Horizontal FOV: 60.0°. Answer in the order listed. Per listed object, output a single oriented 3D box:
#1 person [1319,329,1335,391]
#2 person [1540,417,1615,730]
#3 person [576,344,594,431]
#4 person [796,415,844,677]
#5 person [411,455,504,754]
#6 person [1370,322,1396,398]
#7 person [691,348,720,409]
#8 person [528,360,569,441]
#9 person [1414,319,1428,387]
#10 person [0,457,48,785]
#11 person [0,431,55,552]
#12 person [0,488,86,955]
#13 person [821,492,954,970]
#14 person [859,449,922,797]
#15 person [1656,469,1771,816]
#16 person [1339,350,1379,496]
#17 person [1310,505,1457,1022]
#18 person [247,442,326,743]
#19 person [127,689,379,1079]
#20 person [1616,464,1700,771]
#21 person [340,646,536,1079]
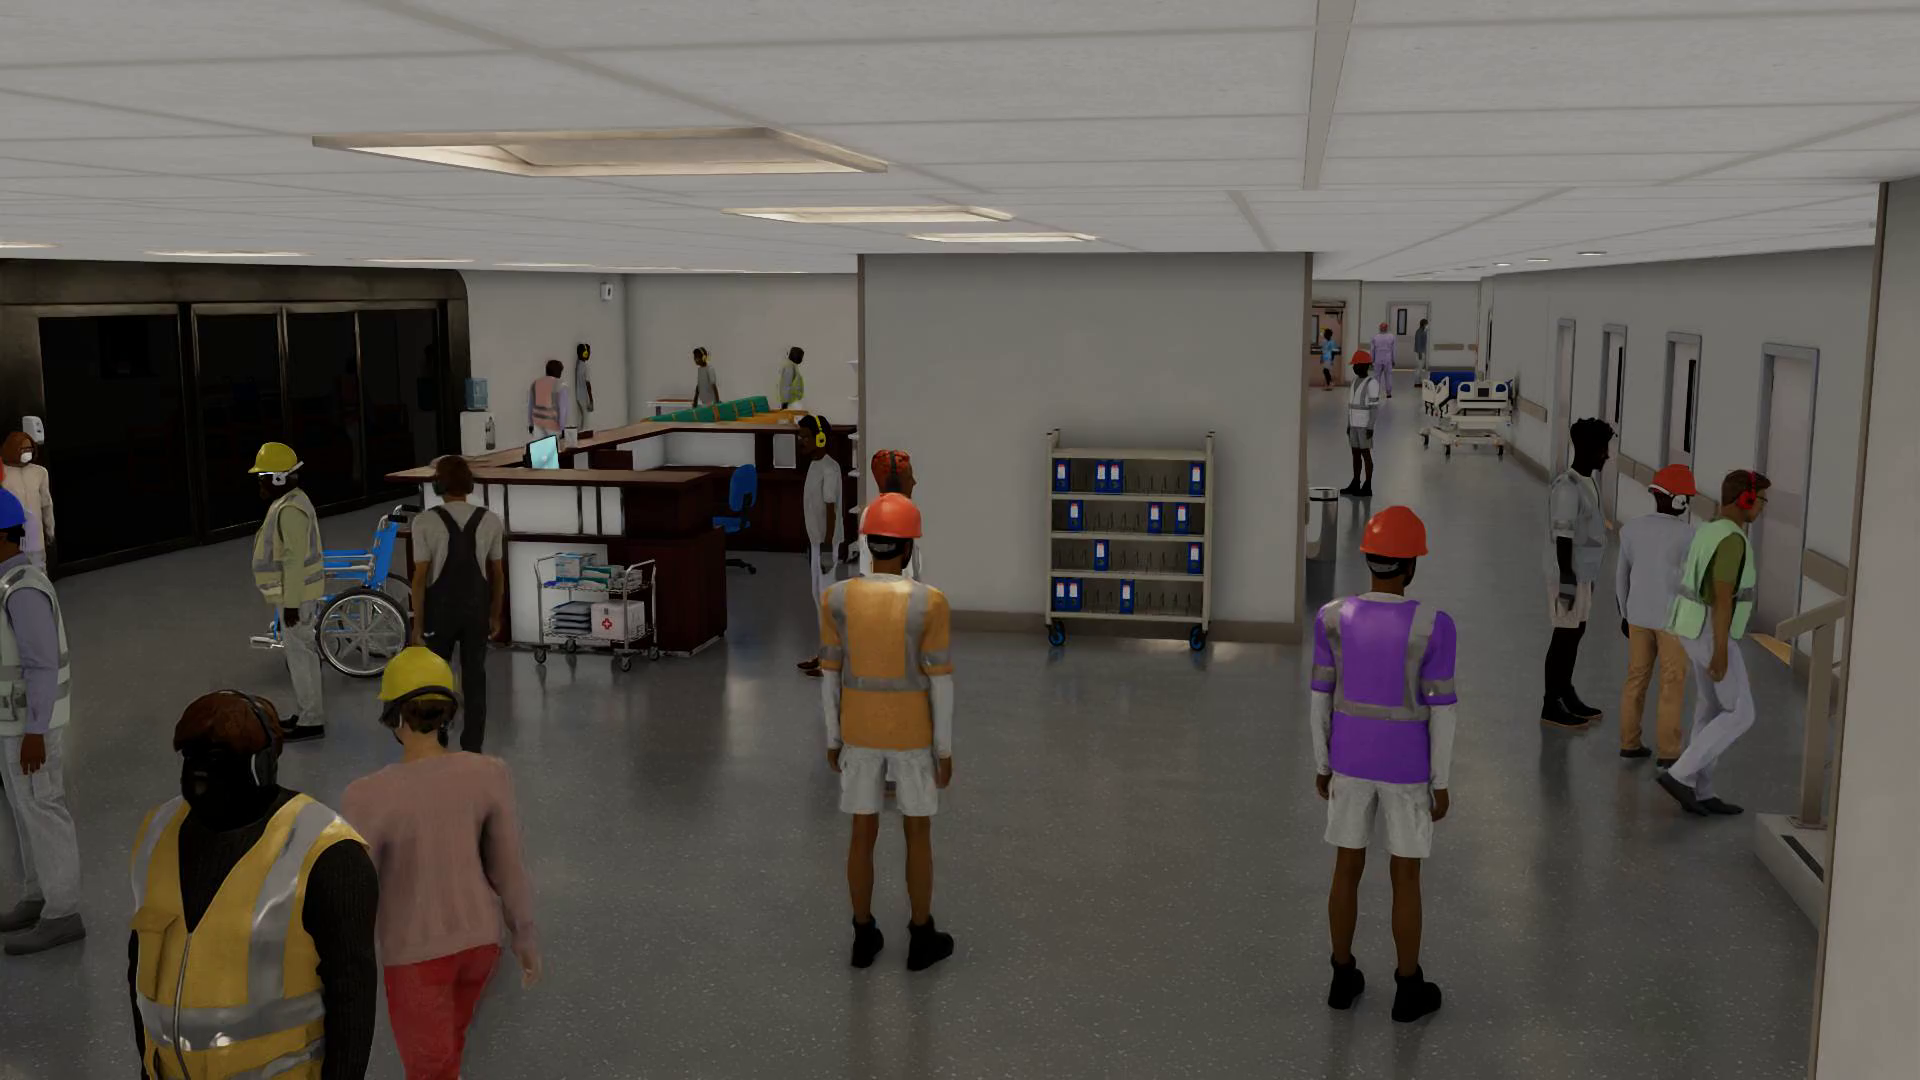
[{"bbox_3d":[9.922,-4.868,44.957,0.372,1.684,0.541,-2,9,-10],"label":"person"},{"bbox_3d":[3.858,0.204,10.422,0.387,1.954,0.610,6,10,33],"label":"person"},{"bbox_3d":[-6.204,-2.296,27.349,0.525,1.856,0.341,7,11,40],"label":"person"},{"bbox_3d":[-0.990,0.039,11.829,0.325,1.862,0.508,-3,9,-19],"label":"person"},{"bbox_3d":[-2.850,0.428,9.372,0.554,1.811,0.751,-5,10,-30],"label":"person"},{"bbox_3d":[10.705,-4.547,42.102,0.643,1.909,0.400,2,9,13],"label":"person"},{"bbox_3d":[-4.097,-2.153,26.516,0.936,1.810,0.657,-5,10,-32],"label":"person"},{"bbox_3d":[-5.633,-1.565,22.756,0.729,1.782,0.982,3,9,20],"label":"person"},{"bbox_3d":[12.921,-5.239,46.628,0.377,1.931,0.636,4,9,22],"label":"person"},{"bbox_3d":[-5.209,0.440,8.954,0.522,1.914,0.556,7,11,40],"label":"person"},{"bbox_3d":[-7.444,-0.052,13.220,0.284,1.628,0.504,5,10,29],"label":"person"},{"bbox_3d":[-3.917,0.736,6.911,0.408,1.942,0.615,-7,11,-39],"label":"person"},{"bbox_3d":[-0.279,0.775,6.732,0.550,1.931,0.392,2,9,14],"label":"person"},{"bbox_3d":[-0.367,0.449,9.028,0.355,1.883,0.575,-3,9,-19],"label":"person"},{"bbox_3d":[3.947,0.538,8.665,0.462,1.808,0.653,2,9,12],"label":"person"},{"bbox_3d":[5.308,-1.546,22.081,0.356,1.937,0.552,-3,9,-21],"label":"person"},{"bbox_3d":[1.596,0.835,6.279,0.547,1.938,0.377,5,10,32],"label":"person"},{"bbox_3d":[-4.082,0.316,10.126,0.404,1.826,0.598,-4,9,-24],"label":"person"},{"bbox_3d":[-1.651,1.249,3.849,0.625,1.846,0.429,2,9,15],"label":"person"},{"bbox_3d":[4.034,0.437,9.528,0.332,1.750,0.573,-5,10,-29],"label":"person"},{"bbox_3d":[-1.434,1.180,4.711,0.842,1.727,0.551,7,11,39],"label":"person"}]
